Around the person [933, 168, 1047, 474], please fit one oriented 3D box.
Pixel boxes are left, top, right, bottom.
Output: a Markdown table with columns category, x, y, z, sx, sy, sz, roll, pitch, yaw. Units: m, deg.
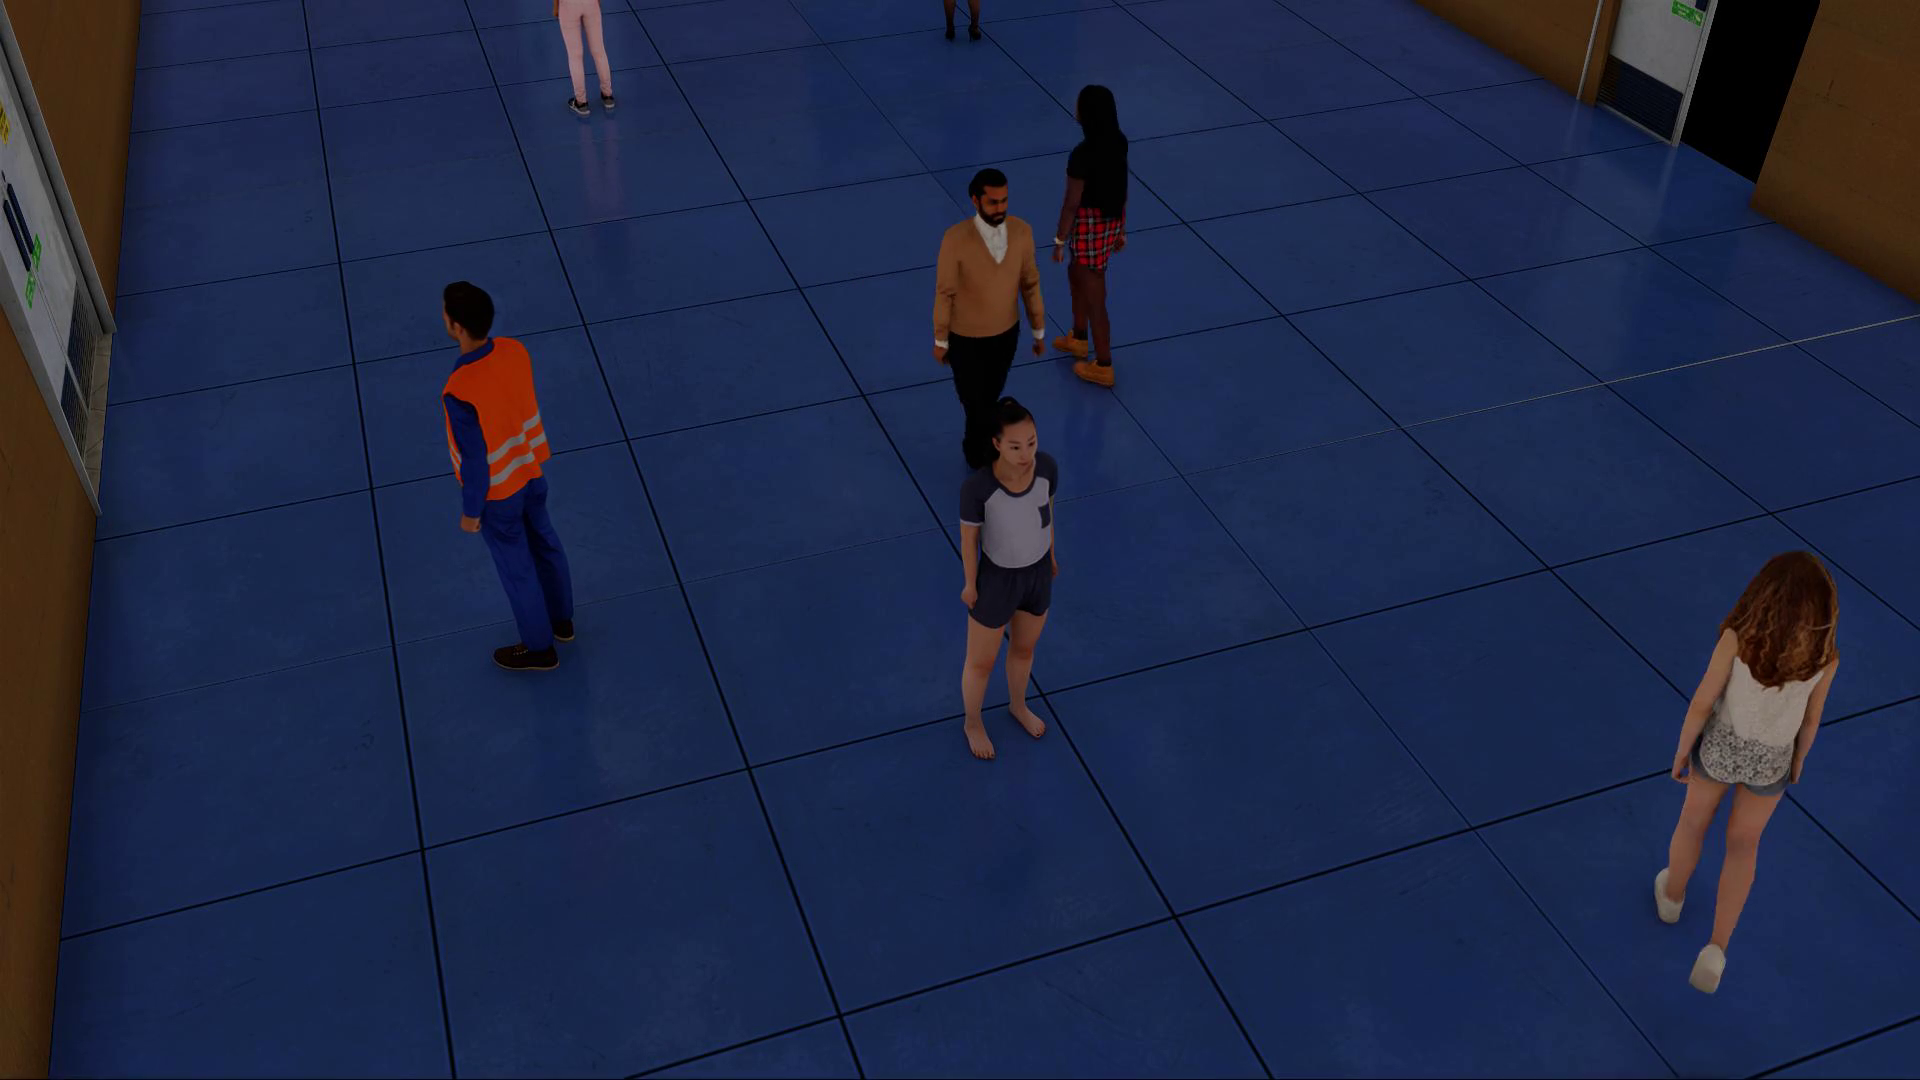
| category | x | y | z | sx | sy | sz | roll | pitch | yaw |
| --- | --- | --- | --- | --- | --- | --- | --- | --- | --- |
| person | 0.082 | -1.043 | 8.208 | 0.862 | 1.737 | 0.813 | -18 | 40 | -22 |

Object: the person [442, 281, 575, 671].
| category | x | y | z | sx | sy | sz | roll | pitch | yaw |
| --- | --- | --- | --- | --- | --- | --- | --- | --- | --- |
| person | -1.929 | -0.248 | 7.043 | 0.821 | 1.863 | 0.788 | 11 | 38 | 14 |

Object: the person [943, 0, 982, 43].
| category | x | y | z | sx | sy | sz | roll | pitch | yaw |
| --- | --- | --- | --- | --- | --- | --- | --- | --- | --- |
| person | 0.000 | -4.841 | 13.279 | 0.596 | 1.706 | 0.720 | 5 | 37 | 6 |

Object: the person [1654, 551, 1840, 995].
| category | x | y | z | sx | sy | sz | roll | pitch | yaw |
| --- | --- | --- | --- | --- | --- | --- | --- | --- | --- |
| person | 2.689 | 0.835 | 5.701 | 0.967 | 1.741 | 0.983 | 11 | 38 | 14 |

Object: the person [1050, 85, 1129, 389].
| category | x | y | z | sx | sy | sz | roll | pitch | yaw |
| --- | --- | --- | --- | --- | --- | --- | --- | --- | --- |
| person | 0.796 | -1.591 | 8.956 | 0.860 | 1.714 | 0.814 | 24 | 43 | 29 |

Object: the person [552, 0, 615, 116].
| category | x | y | z | sx | sy | sz | roll | pitch | yaw |
| --- | --- | --- | --- | --- | --- | --- | --- | --- | --- |
| person | -2.792 | -3.912 | 12.174 | 0.487 | 1.565 | 0.622 | -17 | 40 | -22 |

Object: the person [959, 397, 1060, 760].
| category | x | y | z | sx | sy | sz | roll | pitch | yaw |
| --- | --- | --- | --- | --- | --- | --- | --- | --- | --- |
| person | 0.190 | 0.161 | 6.676 | 0.503 | 1.650 | 0.686 | -20 | 41 | -24 |
